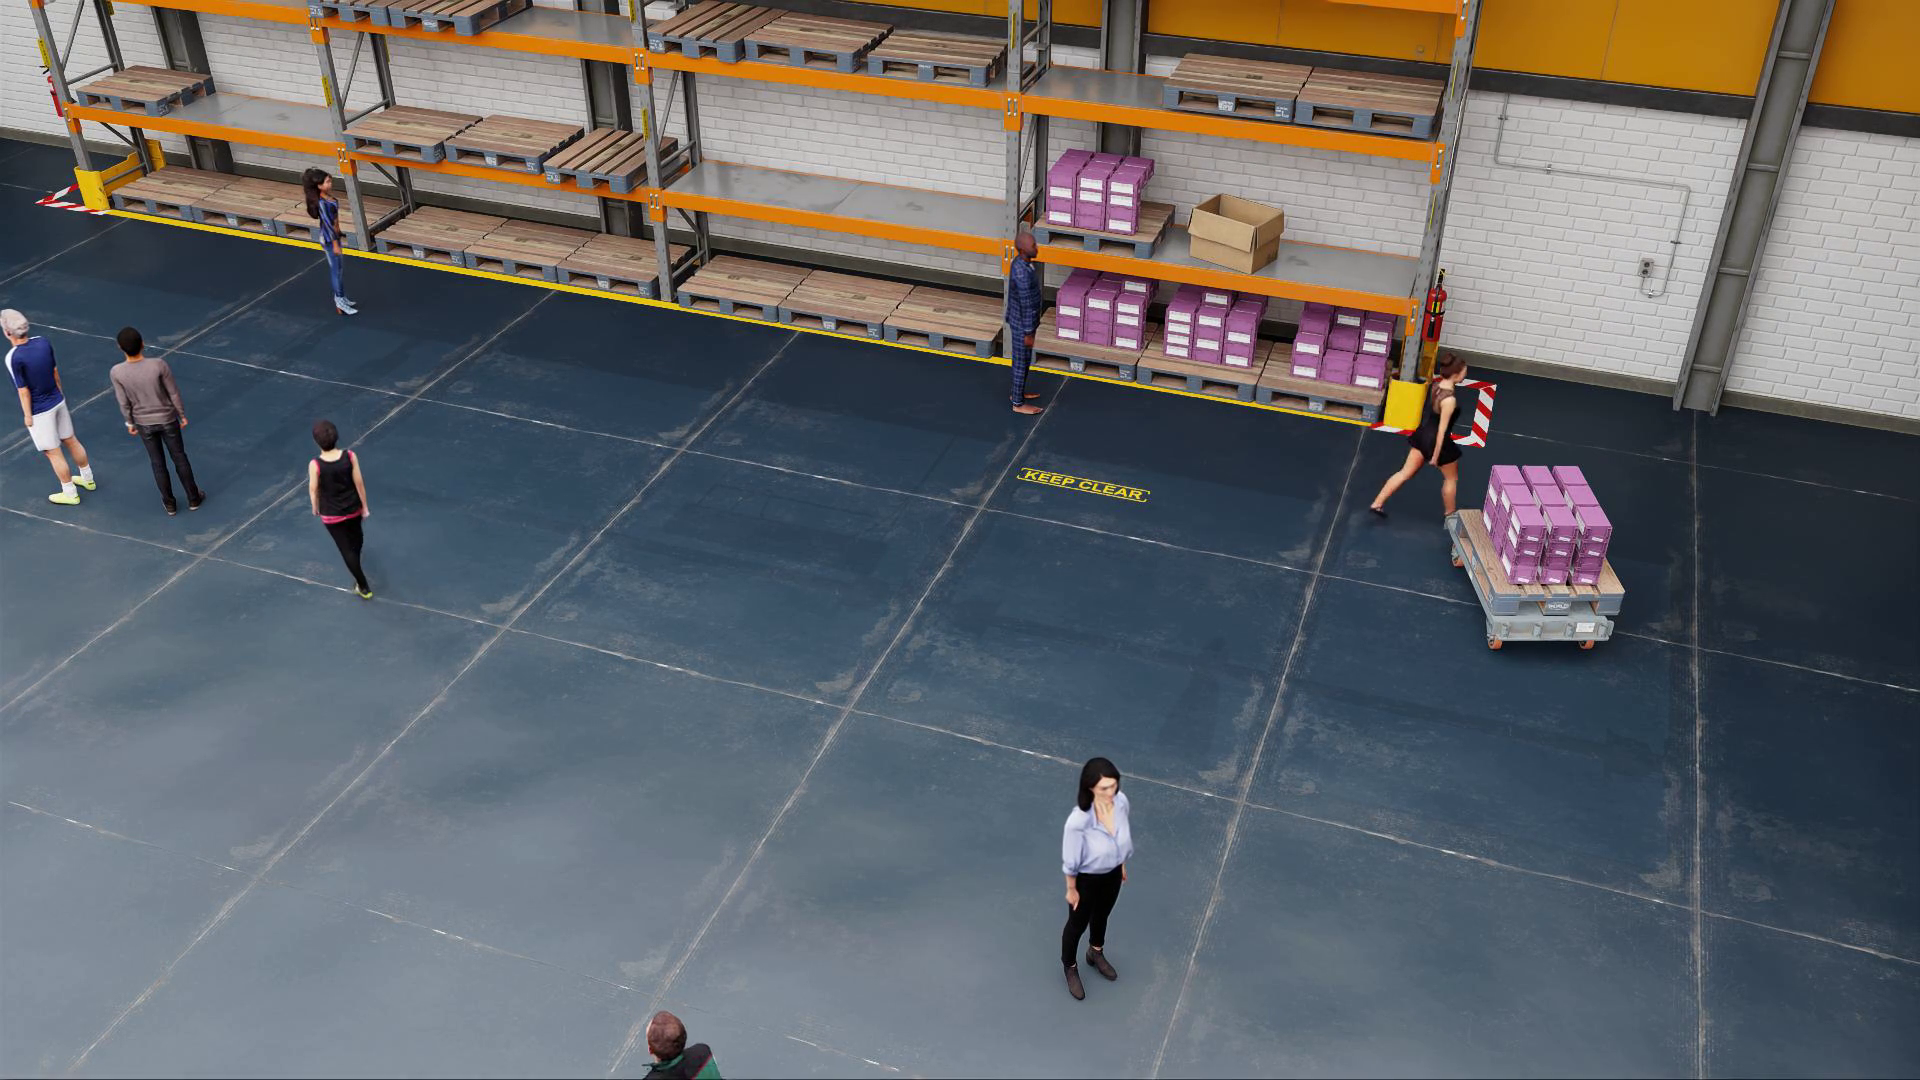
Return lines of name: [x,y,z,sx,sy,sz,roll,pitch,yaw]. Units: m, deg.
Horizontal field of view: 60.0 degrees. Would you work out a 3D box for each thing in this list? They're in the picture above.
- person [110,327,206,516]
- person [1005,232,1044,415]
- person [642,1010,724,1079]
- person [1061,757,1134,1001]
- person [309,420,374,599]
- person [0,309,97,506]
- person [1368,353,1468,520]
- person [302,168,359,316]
person: [-6.962,-1.029,14.389,0.689,1.768,0.766,18,37,24]
person: [0.608,-2.101,15.954,0.732,1.820,0.743,-1,34,-1]
person: [-1.342,3.041,8.210,0.809,1.829,0.865,-28,43,-35]
person: [0.798,1.989,9.869,0.732,1.744,0.750,-22,39,-29]
person: [-4.956,-0.219,13.393,0.843,1.520,1.044,-26,41,-33]
person: [-8.009,-1.173,14.543,0.573,1.837,0.658,7,34,11]
person: [3.960,-0.817,14.193,1.223,1.632,0.936,-5,34,-7]
person: [-6.726,-3.201,17.795,0.738,1.615,0.695,-11,35,-16]
